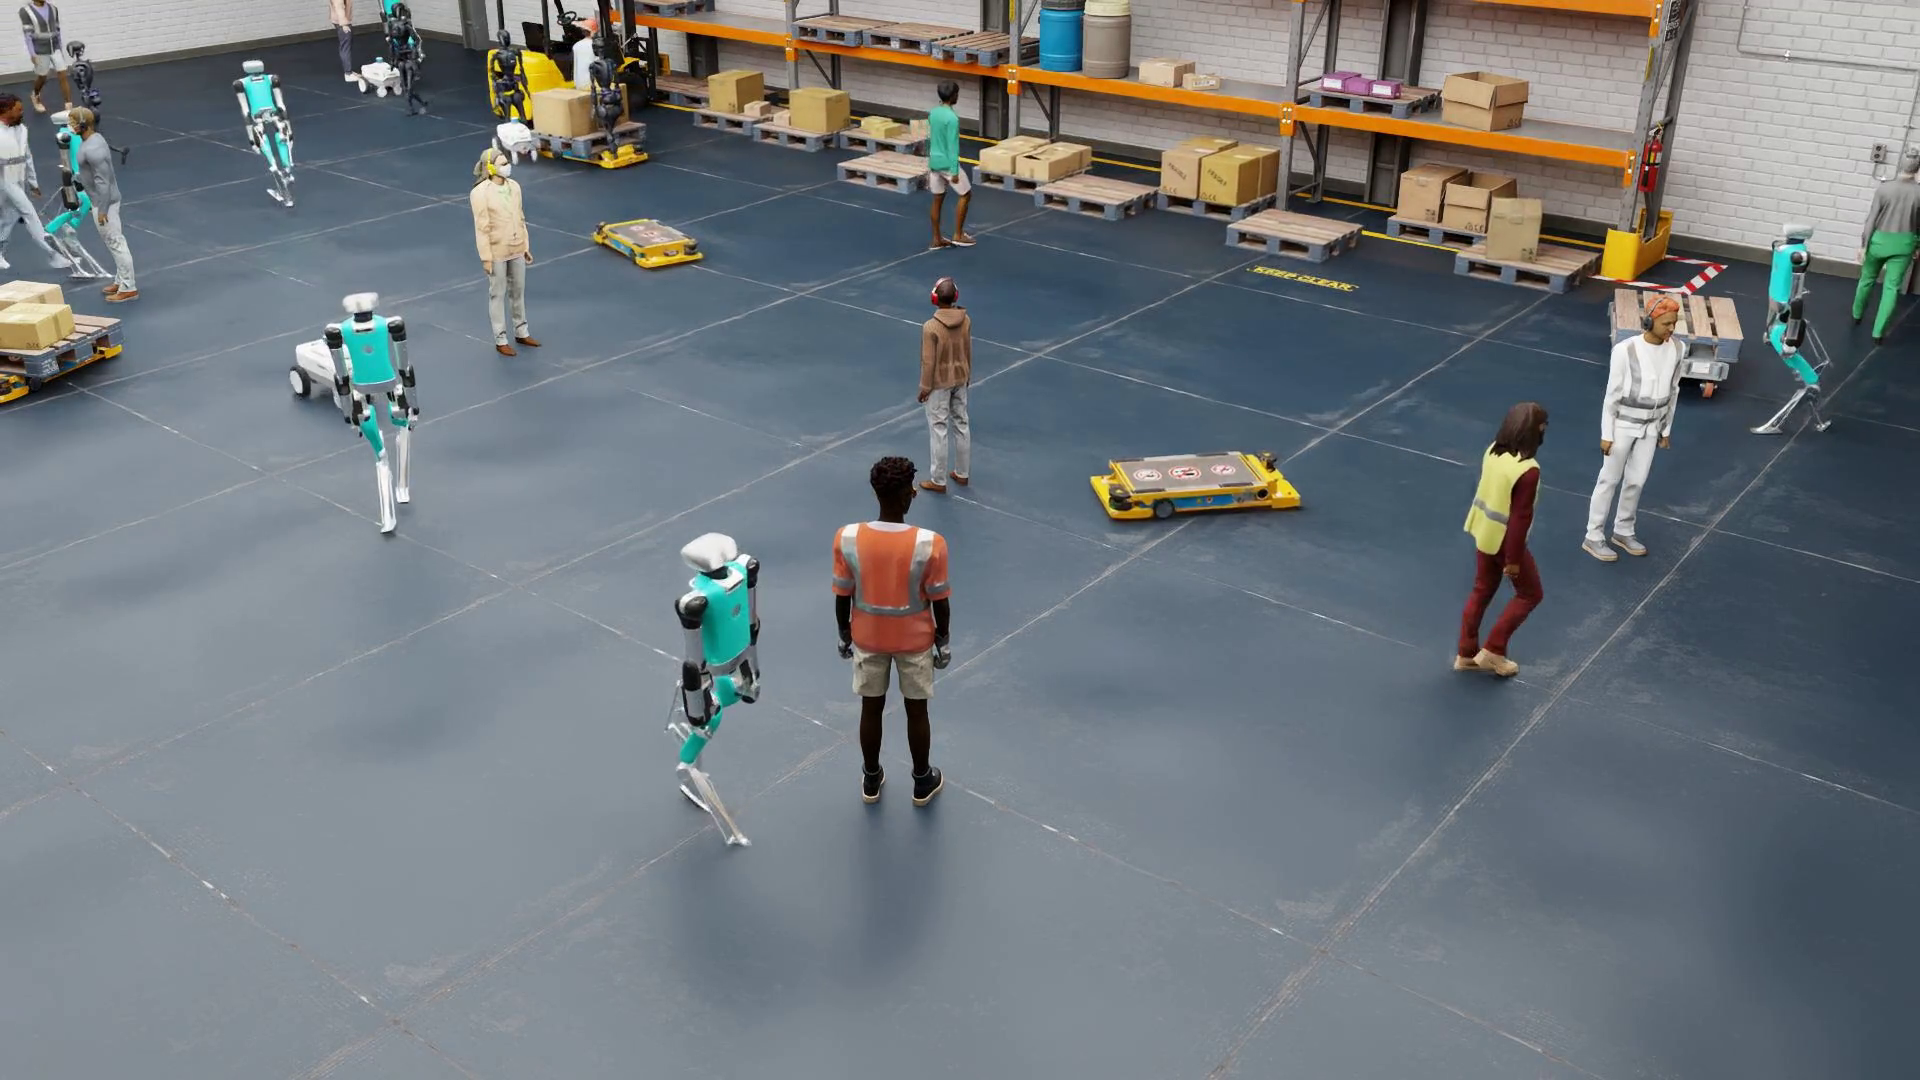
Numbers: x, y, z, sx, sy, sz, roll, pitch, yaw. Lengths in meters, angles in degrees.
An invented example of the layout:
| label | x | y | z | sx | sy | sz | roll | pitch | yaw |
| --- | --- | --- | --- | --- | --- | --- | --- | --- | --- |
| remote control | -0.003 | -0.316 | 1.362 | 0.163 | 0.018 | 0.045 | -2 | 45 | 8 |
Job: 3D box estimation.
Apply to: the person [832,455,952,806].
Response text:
| label | x | y | z | sx | sy | sz | roll | pitch | yaw |
| --- | --- | --- | --- | --- | --- | --- | --- | --- | --- |
| person | -0.342 | 0.491 | 8.615 | 0.612 | 1.954 | 0.361 | 4 | 26 | 8 |

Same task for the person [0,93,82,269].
| label | x | y | z | sx | sy | sz | roll | pitch | yaw |
| --- | --- | --- | --- | --- | --- | --- | --- | --- | --- |
| person | -10.015 | -3.764 | 17.558 | 0.979 | 1.845 | 0.644 | 0 | 26 | 0 |

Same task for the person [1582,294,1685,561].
| label | x | y | z | sx | sy | sz | roll | pitch | yaw |
| --- | --- | --- | --- | --- | --- | --- | --- | --- | --- |
| person | 4.593 | -0.757 | 11.297 | 0.566 | 1.878 | 0.354 | -7 | 27 | -15 |

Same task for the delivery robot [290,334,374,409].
| label | x | y | z | sx | sy | sz | roll | pitch | yaw |
| --- | --- | --- | --- | --- | --- | --- | --- | --- | --- |
| delivery robot | -5.403 | -1.476 | 14.320 | 0.808 | 0.614 | 0.499 | 22 | 33 | 38 |

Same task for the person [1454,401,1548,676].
| label | x | y | z | sx | sy | sz | roll | pitch | yaw |
| --- | --- | --- | --- | --- | --- | --- | --- | --- | --- |
| person | 3.243 | 0.009 | 9.845 | 0.486 | 1.750 | 0.494 | -5 | 26 | -9 |

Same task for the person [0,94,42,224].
| label | x | y | z | sx | sy | sz | roll | pitch | yaw |
| --- | --- | --- | --- | --- | --- | --- | --- | --- | --- |
| person | -11.112 | -4.573 | 19.301 | 0.550 | 1.782 | 0.384 | 15 | 29 | 28 |

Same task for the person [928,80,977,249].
| label | x | y | z | sx | sy | sz | roll | pitch | yaw |
| --- | --- | --- | --- | --- | --- | --- | --- | --- | --- |
| person | -0.069 | -4.133 | 18.328 | 0.655 | 1.830 | 0.528 | -17 | 31 | -32 |

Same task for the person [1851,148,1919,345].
| label | x | y | z | sx | sy | sz | roll | pitch | yaw |
| --- | --- | --- | --- | --- | --- | --- | --- | --- | --- |
| person | 8.759 | -2.801 | 15.621 | 0.539 | 1.792 | 0.905 | 13 | 29 | 25 |

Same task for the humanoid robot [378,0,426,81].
| label | x | y | z | sx | sy | sz | roll | pitch | yaw |
| --- | --- | --- | --- | --- | --- | --- | --- | --- | --- |
| humanoid robot | -8.909 | -8.194 | 26.698 | 0.735 | 1.676 | 0.533 | 19 | 32 | 34 |

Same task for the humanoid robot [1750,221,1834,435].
| label | x | y | z | sx | sy | sz | roll | pitch | yaw |
| --- | --- | --- | --- | --- | --- | --- | --- | --- | --- |
| humanoid robot | 6.830 | -1.625 | 13.340 | 0.831 | 1.864 | 0.554 | 2 | 26 | 4 |

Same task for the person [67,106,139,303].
| label | x | y | z | sx | sy | sz | roll | pitch | yaw |
| --- | --- | --- | --- | --- | --- | --- | --- | --- | --- |
| person | -8.547 | -3.341 | 16.573 | 0.373 | 1.939 | 0.627 | -13 | 29 | -25 |

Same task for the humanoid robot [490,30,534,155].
| label | x | y | z | sx | sy | sz | roll | pitch | yaw |
| --- | --- | --- | --- | --- | --- | --- | --- | --- | --- |
| humanoid robot | -6.085 | -6.078 | 22.543 | 0.307 | 1.644 | 0.614 | 19 | 32 | 34 |

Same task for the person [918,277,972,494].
| label | x | y | z | sx | sy | sz | roll | pitch | yaw |
| --- | --- | --- | --- | --- | --- | --- | --- | --- | --- |
| person | -0.096 | -1.140 | 12.336 | 0.469 | 1.651 | 0.329 | -20 | 32 | -35 |

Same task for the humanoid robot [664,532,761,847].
| label | x | y | z | sx | sy | sz | roll | pitch | yaw |
| --- | --- | --- | --- | --- | --- | --- | --- | --- | --- |
| humanoid robot | -1.367 | 0.728 | 8.423 | 0.873 | 1.792 | 0.573 | 17 | 30 | 30 |

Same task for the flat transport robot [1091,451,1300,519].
| label | x | y | z | sx | sy | sz | roll | pitch | yaw |
| --- | --- | --- | --- | --- | --- | --- | --- | --- | --- |
| flat transport robot | 1.748 | -0.410 | 12.419 | 1.431 | 0.231 | 0.659 | -4 | 26 | -9 |

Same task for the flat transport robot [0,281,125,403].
| label | x | y | z | sx | sy | sz | roll | pitch | yaw |
| --- | --- | --- | --- | --- | --- | --- | --- | --- | --- |
| flat transport robot | -8.249 | -1.562 | 14.806 | 0.659 | 0.231 | 1.431 | 7 | 27 | 15 |

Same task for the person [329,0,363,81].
| label | x | y | z | sx | sy | sz | roll | pitch | yaw |
| --- | --- | --- | --- | --- | --- | --- | --- | --- | --- |
| person | -10.172 | -8.530 | 27.395 | 0.410 | 1.870 | 0.796 | -8 | 27 | -16 |

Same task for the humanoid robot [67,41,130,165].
| label | x | y | z | sx | sy | sz | roll | pitch | yaw |
| --- | --- | --- | --- | --- | --- | --- | --- | --- | --- |
| humanoid robot | -11.333 | -5.711 | 21.790 | 0.565 | 1.633 | 0.599 | -14 | 29 | -26 |

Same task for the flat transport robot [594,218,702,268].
| label | x | y | z | sx | sy | sz | roll | pitch | yaw |
| --- | --- | --- | --- | --- | --- | --- | --- | --- | --- |
| flat transport robot | -3.466 | -3.298 | 18.401 | 0.659 | 0.231 | 1.431 | -16 | 30 | -30 |

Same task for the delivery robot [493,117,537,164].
| label | x | y | z | sx | sy | sz | roll | pitch | yaw |
| --- | --- | --- | --- | --- | --- | --- | --- | --- | --- |
| delivery robot | -5.982 | -5.400 | 22.426 | 0.499 | 0.596 | 0.787 | -14 | 29 | -27 |

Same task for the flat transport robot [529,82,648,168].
| label | x | y | z | sx | sy | sz | roll | pitch | yaw |
| --- | --- | --- | --- | --- | --- | --- | --- | --- | --- |
| flat transport robot | -4.974 | -5.251 | 22.444 | 1.431 | 0.231 | 0.659 | 16 | 30 | 30 |

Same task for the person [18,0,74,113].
| label | x | y | z | sx | sy | sz | roll | pitch | yaw |
| --- | --- | --- | --- | --- | --- | --- | --- | --- | --- |
| person | -13.634 | -7.306 | 24.697 | 0.856 | 2.020 | 0.625 | 15 | 29 | 28 |

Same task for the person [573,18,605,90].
| label | x | y | z | sx | sy | sz | roll | pitch | yaw |
| --- | --- | --- | --- | --- | --- | --- | --- | --- | --- |
| person | -5.139 | -6.341 | 23.071 | 0.559 | 1.707 | 0.877 | 23 | 34 | 39 |

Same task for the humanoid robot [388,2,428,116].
| label | x | y | z | sx | sy | sz | roll | pitch | yaw |
| --- | --- | --- | --- | --- | --- | --- | --- | --- | --- |
| humanoid robot | -8.256 | -7.163 | 24.782 | 0.585 | 1.643 | 0.383 | 13 | 29 | 26 |

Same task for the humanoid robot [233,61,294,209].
| label | x | y | z | sx | sy | sz | roll | pitch | yaw |
| --- | --- | --- | --- | --- | --- | --- | --- | --- | --- |
| humanoid robot | -8.108 | -4.742 | 19.707 | 0.534 | 1.725 | 1.042 | -19 | 31 | -34 |

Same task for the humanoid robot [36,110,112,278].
| label | x | y | z | sx | sy | sz | roll | pitch | yaw |
| --- | --- | --- | --- | --- | --- | --- | --- | --- | --- |
| humanoid robot | -9.252 | -3.510 | 17.165 | 0.698 | 1.805 | 0.551 | -1 | 26 | -2 |

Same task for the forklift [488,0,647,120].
| label | x | y | z | sx | sy | sz | roll | pitch | yaw |
| --- | --- | --- | --- | --- | --- | --- | --- | --- | --- |
| forklift | -5.874 | -7.334 | 24.552 | 1.214 | 2.155 | 2.313 | 19 | 32 | 34 |

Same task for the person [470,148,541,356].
| label | x | y | z | sx | sy | sz | roll | pitch | yaw |
| --- | --- | --- | --- | --- | --- | --- | --- | --- | --- |
| person | -4.175 | -2.641 | 15.194 | 0.409 | 1.876 | 0.554 | 17 | 30 | 31 |

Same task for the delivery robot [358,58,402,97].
| label | x | y | z | sx | sy | sz | roll | pitch | yaw |
| --- | --- | --- | --- | --- | --- | --- | --- | --- | --- |
| delivery robot | -9.244 | -7.394 | 26.560 | 0.771 | 0.600 | 0.501 | 21 | 33 | 37 |

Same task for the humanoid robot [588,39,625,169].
| label | x | y | z | sx | sy | sz | roll | pitch | yaw |
| --- | --- | --- | --- | --- | --- | --- | --- | --- | --- |
| humanoid robot | -4.610 | -5.702 | 21.766 | 0.428 | 1.642 | 0.609 | 13 | 29 | 24 |

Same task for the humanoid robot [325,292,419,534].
| label | x | y | z | sx | sy | sz | roll | pitch | yaw |
| --- | --- | --- | --- | --- | --- | --- | --- | --- | --- |
| humanoid robot | -4.143 | -0.968 | 11.897 | 0.542 | 1.781 | 0.884 | -8 | 27 | -15 |
